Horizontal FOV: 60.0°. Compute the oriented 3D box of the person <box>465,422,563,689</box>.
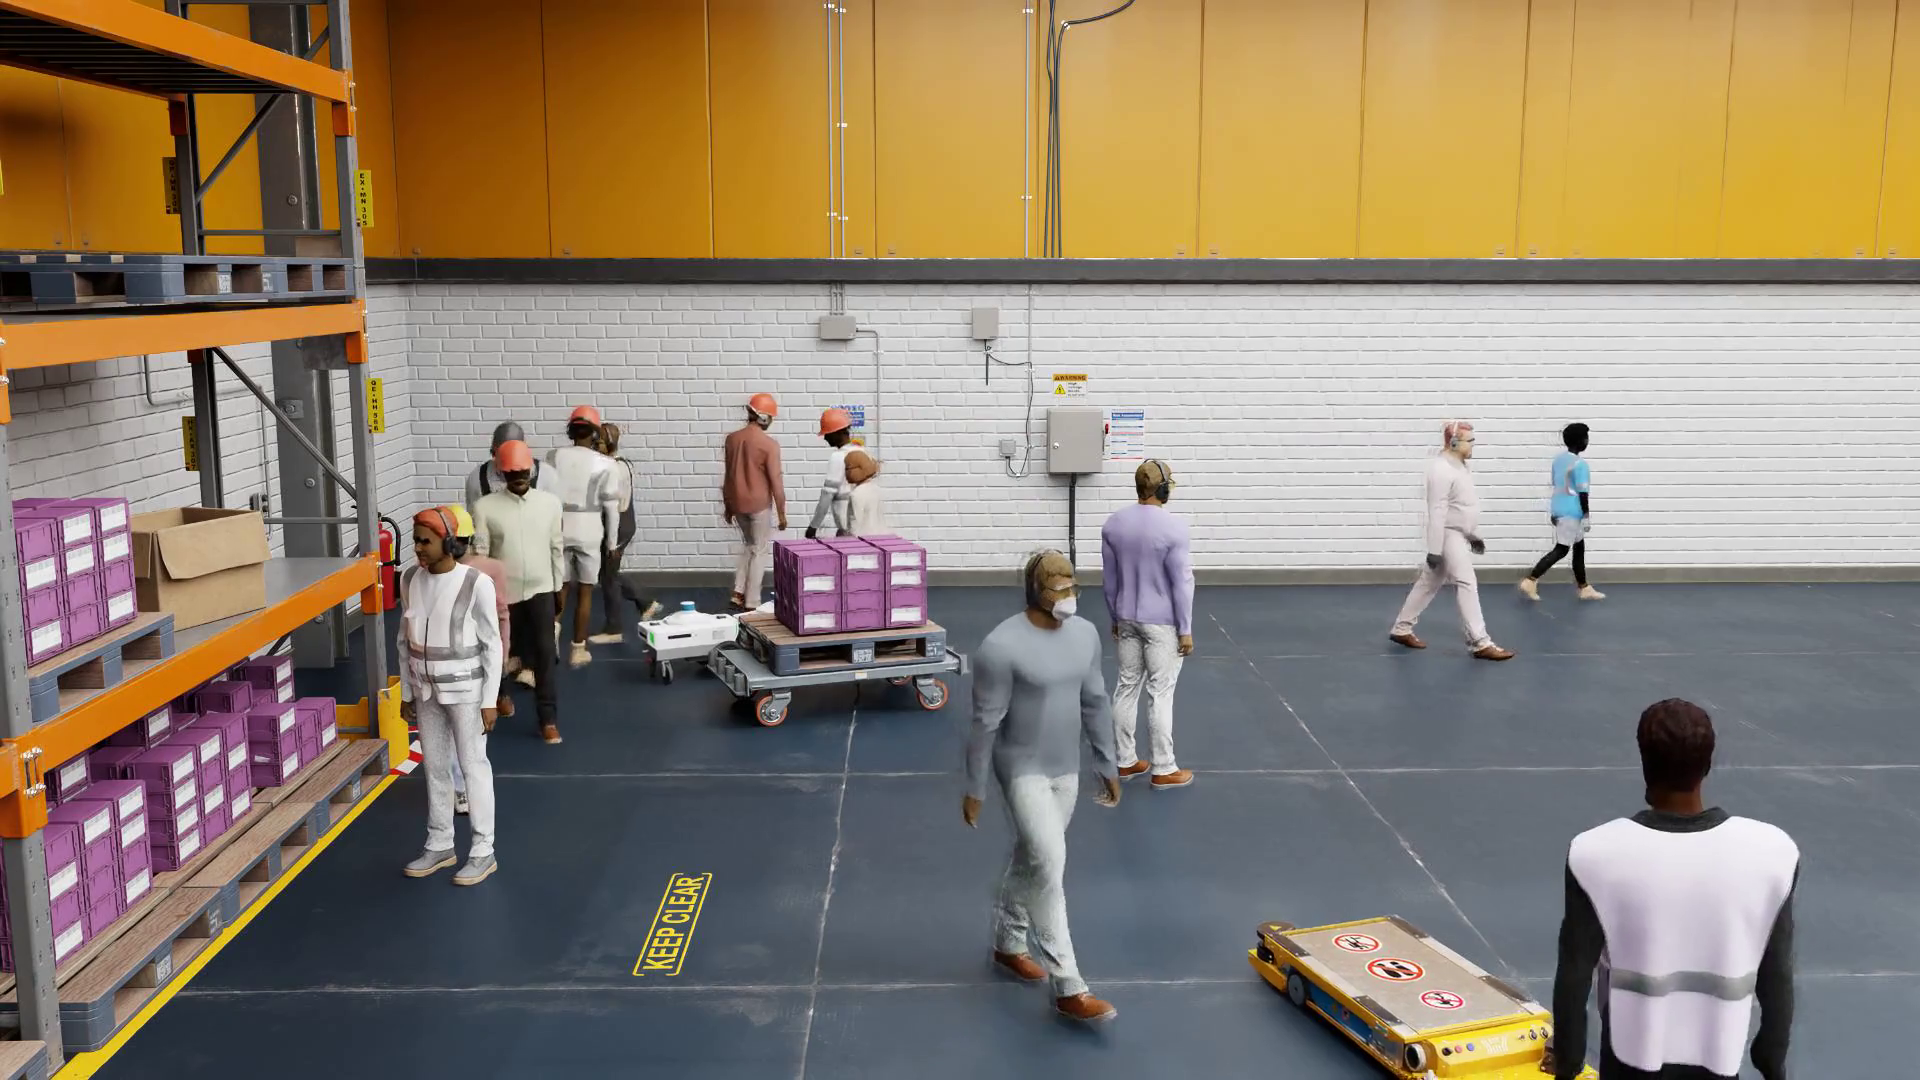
[{"bbox_3d":[-3.257,0.048,12.132,0.697,2.000,1.105,0,9,-1],"label":"person"}]

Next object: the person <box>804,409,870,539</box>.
[{"bbox_3d":[-1.004,-0.166,13.943,0.957,1.868,0.545,3,10,16],"label":"person"}]

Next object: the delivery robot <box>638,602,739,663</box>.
[{"bbox_3d":[-2.023,0.702,12.375,0.707,0.478,0.477,-5,10,-28],"label":"delivery robot"}]

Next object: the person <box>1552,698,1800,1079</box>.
[{"bbox_3d":[1.905,1.368,4.449,0.628,1.903,0.474,1,9,6],"label":"person"}]

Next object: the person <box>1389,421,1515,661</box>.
[{"bbox_3d":[3.854,-0.009,13.050,0.987,1.861,0.651,4,10,24],"label":"person"}]

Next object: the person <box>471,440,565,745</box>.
[{"bbox_3d":[-2.902,0.298,10.884,0.618,1.960,0.967,-5,10,-28],"label":"person"}]

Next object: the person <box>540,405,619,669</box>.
[{"bbox_3d":[-2.898,-0.007,12.570,0.668,2.003,0.626,1,9,6],"label":"person"}]

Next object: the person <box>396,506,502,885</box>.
[{"bbox_3d":[-2.529,0.763,8.223,0.585,1.882,0.337,4,10,23],"label":"person"}]

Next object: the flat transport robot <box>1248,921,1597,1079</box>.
[{"bbox_3d":[1.783,1.830,6.617,0.652,0.197,1.431,-3,10,-19],"label":"flat transport robot"}]

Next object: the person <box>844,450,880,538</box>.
[{"bbox_3d":[-0.689,0.083,13.242,0.700,1.615,0.514,2,9,12],"label":"person"}]

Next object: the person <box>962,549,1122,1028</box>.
[{"bbox_3d":[0.408,0.988,6.785,0.672,1.897,0.933,-9,13,-43],"label":"person"}]

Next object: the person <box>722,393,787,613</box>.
[{"bbox_3d":[-1.788,-0.293,14.466,0.684,1.956,0.475,7,11,35],"label":"person"}]

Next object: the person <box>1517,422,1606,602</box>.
[{"bbox_3d":[5.487,-0.247,15.100,0.845,1.662,0.538,0,9,-2],"label":"person"}]

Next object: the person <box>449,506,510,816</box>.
[{"bbox_3d":[-2.866,0.628,9.563,0.523,1.720,0.883,-4,10,-21],"label":"person"}]

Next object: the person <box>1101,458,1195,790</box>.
[{"bbox_3d":[1.108,0.488,9.742,0.370,1.940,0.627,-9,13,-44],"label":"person"}]

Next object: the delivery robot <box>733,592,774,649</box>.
[{"bbox_3d":[-1.393,0.640,12.758,0.477,0.478,0.707,8,12,41],"label":"delivery robot"}]

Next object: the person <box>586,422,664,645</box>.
[{"bbox_3d":[-2.751,-0.055,13.464,0.540,1.820,0.515,-3,10,-19],"label":"person"}]
